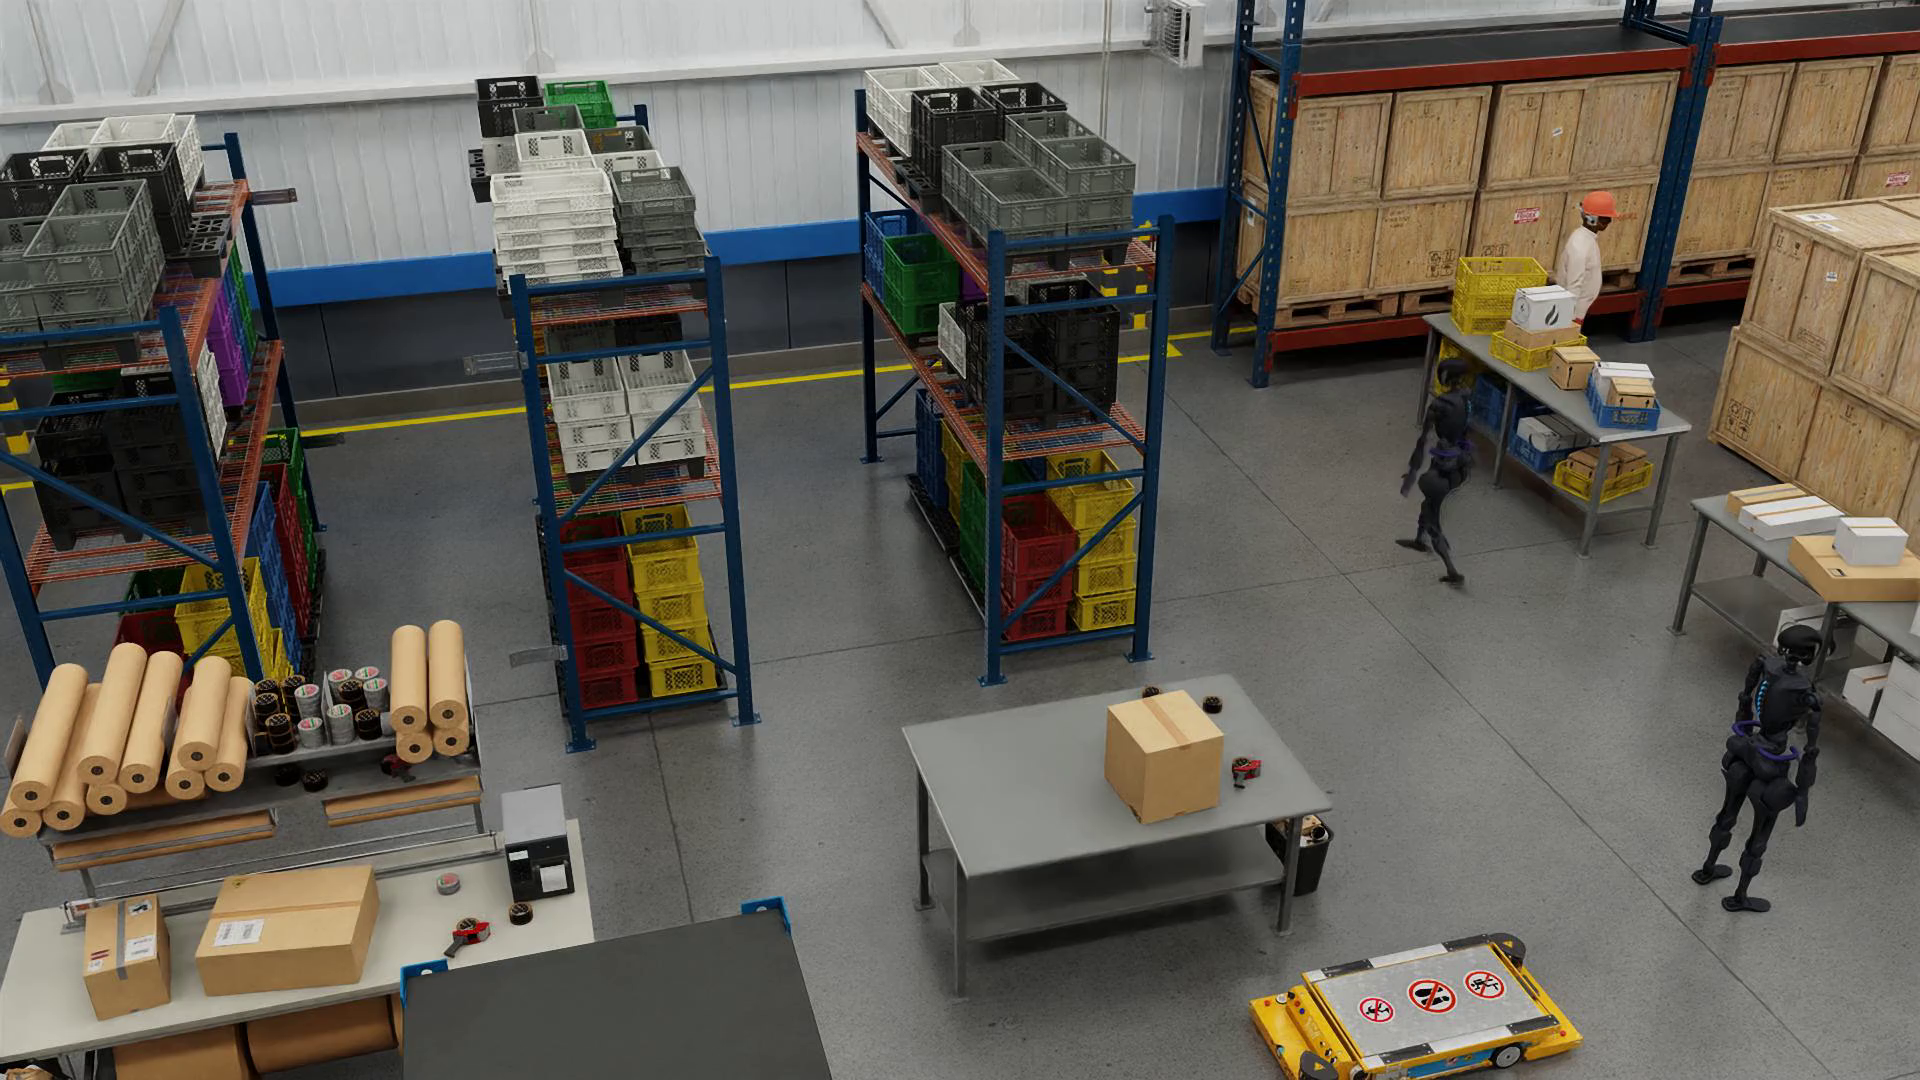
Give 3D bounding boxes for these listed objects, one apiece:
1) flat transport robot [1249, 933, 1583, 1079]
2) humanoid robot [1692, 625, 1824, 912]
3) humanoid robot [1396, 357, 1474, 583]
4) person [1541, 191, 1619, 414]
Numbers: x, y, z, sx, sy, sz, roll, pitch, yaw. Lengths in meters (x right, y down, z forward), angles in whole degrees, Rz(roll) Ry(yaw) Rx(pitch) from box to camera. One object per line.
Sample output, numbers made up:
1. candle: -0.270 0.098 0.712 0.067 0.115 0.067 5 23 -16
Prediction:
1. flat transport robot: 2.184 2.282 7.980 1.431 0.197 0.652 -8 30 -14
2. humanoid robot: 4.162 1.156 8.581 0.327 1.657 0.589 -8 30 -14
3. humanoid robot: 3.418 -0.511 11.695 0.602 1.639 0.713 -23 36 -36
4. person: 5.162 -1.949 13.925 0.393 1.986 0.614 13 31 23
